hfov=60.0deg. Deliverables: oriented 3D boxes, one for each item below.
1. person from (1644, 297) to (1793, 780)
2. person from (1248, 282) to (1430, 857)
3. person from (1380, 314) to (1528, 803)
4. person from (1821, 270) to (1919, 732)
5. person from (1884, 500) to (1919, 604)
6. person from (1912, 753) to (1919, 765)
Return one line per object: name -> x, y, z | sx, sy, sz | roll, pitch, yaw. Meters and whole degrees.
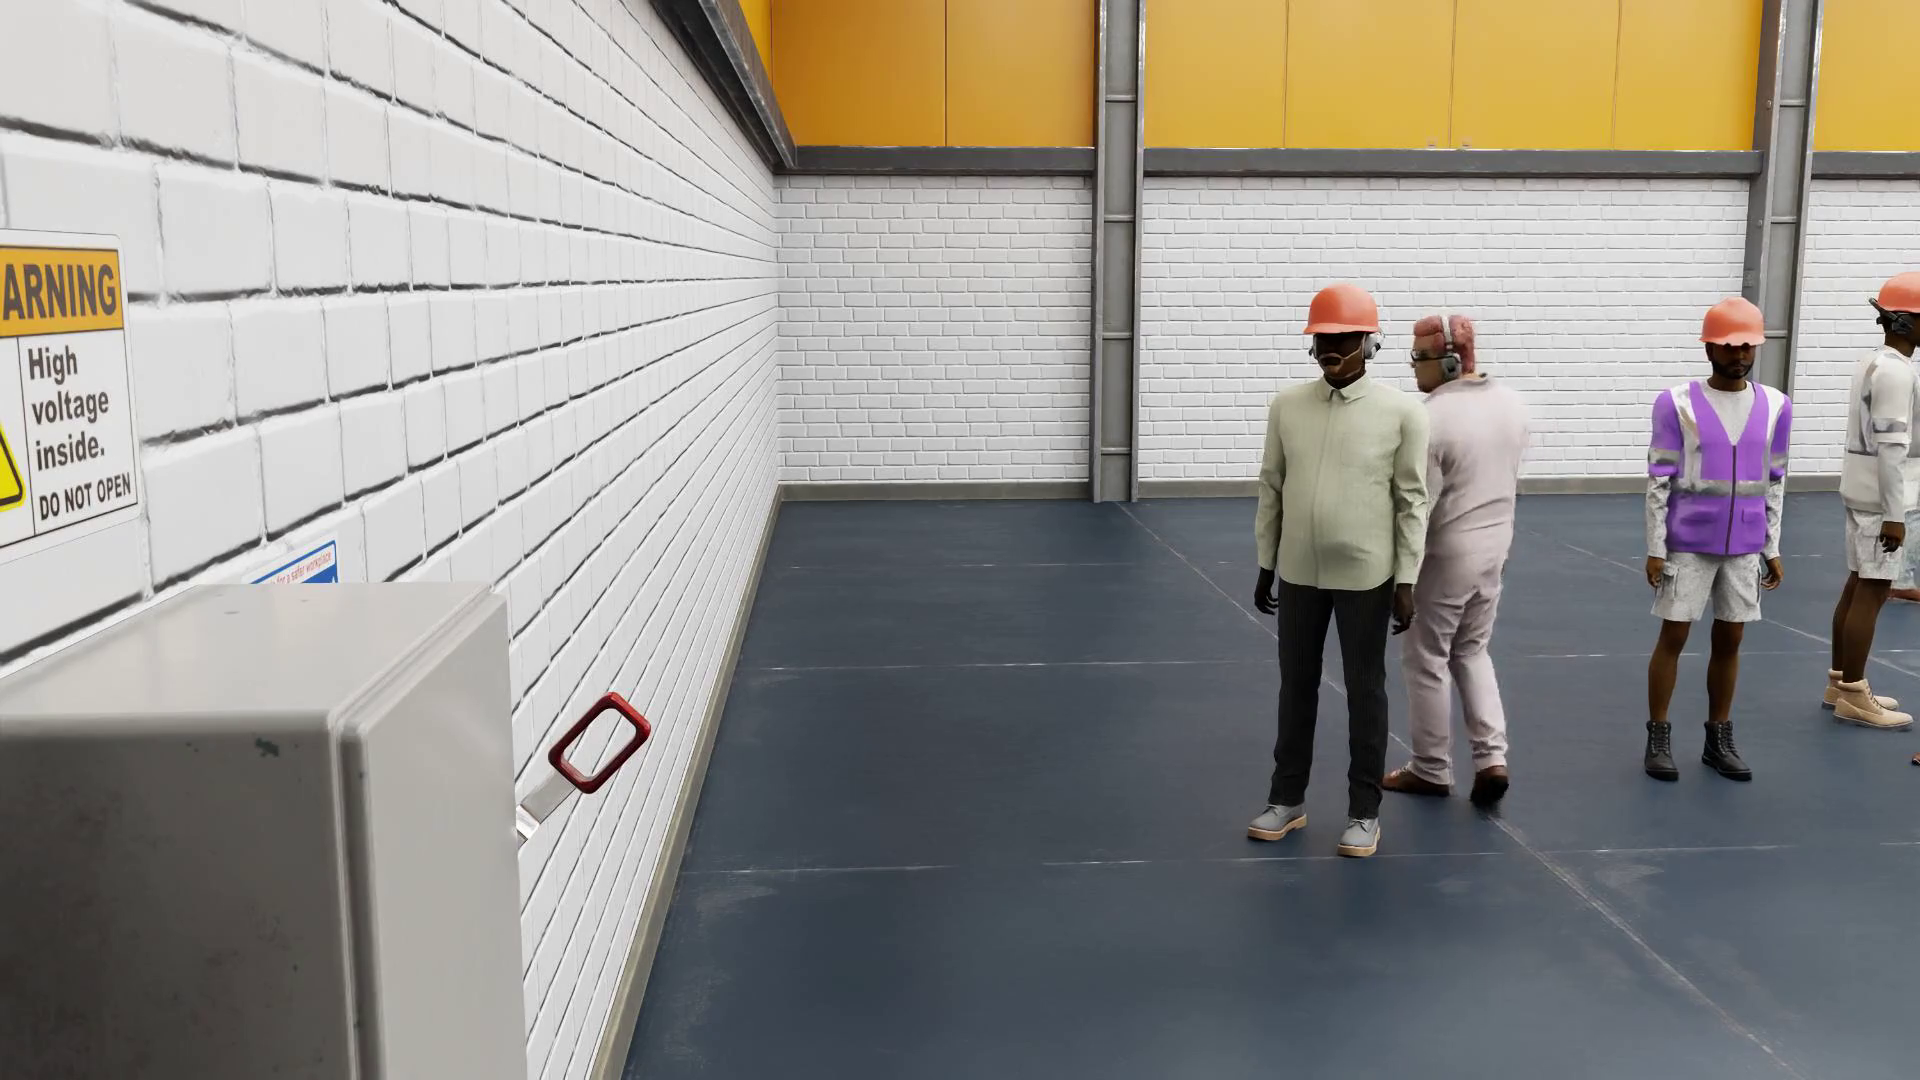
person -> 3.021, 0.007, 6.636 | 0.548, 1.936, 0.378 | 0, 9, 3
person -> 1.315, 0.105, 5.837 | 0.611, 1.996, 0.378 | 6, 11, 33
person -> 1.879, 0.091, 6.295 | 0.737, 1.878, 0.578 | -7, 11, -35
person -> 4.176, -0.179, 7.473 | 0.393, 2.041, 0.613 | 3, 10, 20
person -> 6.021, -0.504, 10.025 | 0.712, 1.904, 0.641 | 3, 9, 16
person -> 4.182, 0.037, 6.669 | 0.310, 1.868, 0.533 | -7, 11, -35
